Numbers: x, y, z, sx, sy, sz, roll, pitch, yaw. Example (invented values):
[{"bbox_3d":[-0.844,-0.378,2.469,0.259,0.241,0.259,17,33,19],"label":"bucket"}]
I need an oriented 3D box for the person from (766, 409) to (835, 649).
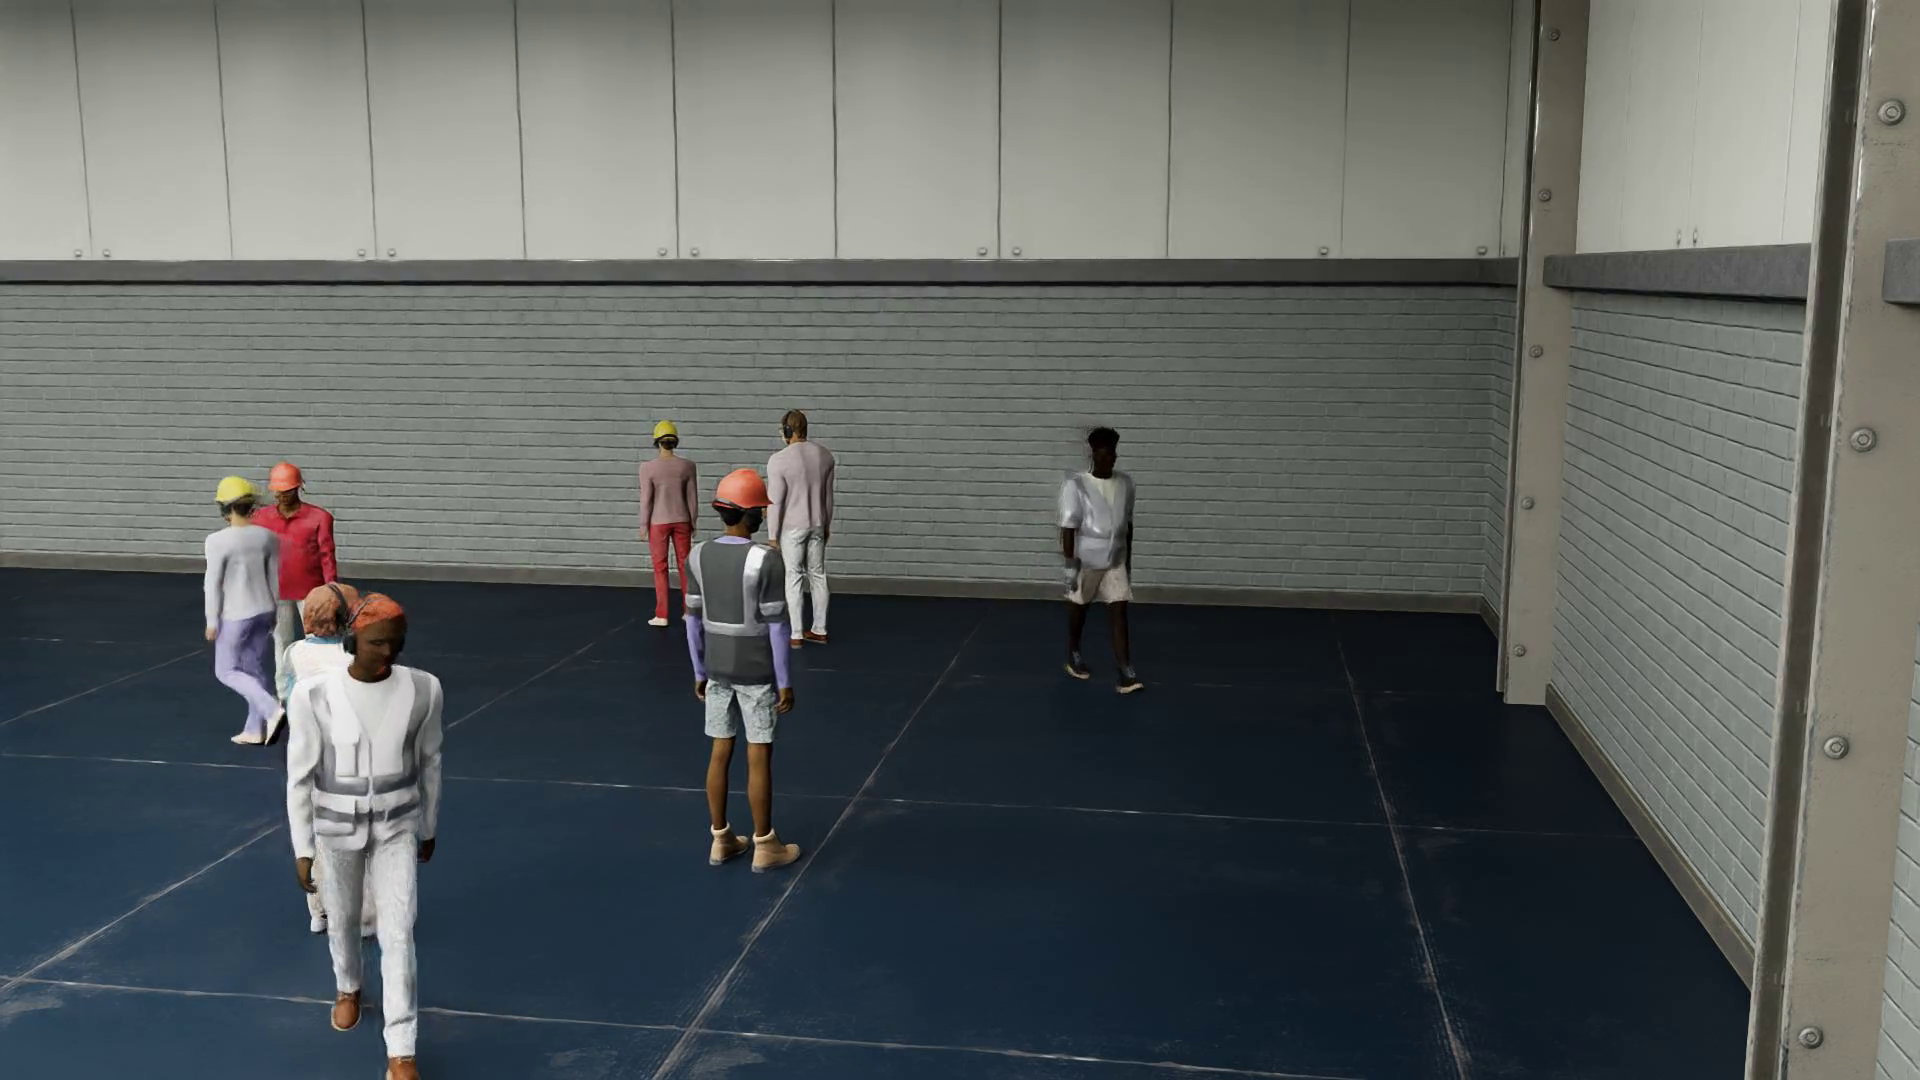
[{"bbox_3d":[-1.286,-0.082,13.366,0.633,1.929,0.377,-8,12,-41],"label":"person"}]

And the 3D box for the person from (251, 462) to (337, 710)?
[{"bbox_3d":[-4.552,0.331,11.373,0.570,1.744,0.351,-1,9,-5],"label":"person"}]

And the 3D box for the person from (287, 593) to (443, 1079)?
[{"bbox_3d":[-2.265,1.103,6.385,0.591,1.831,1.016,-4,10,-25],"label":"person"}]

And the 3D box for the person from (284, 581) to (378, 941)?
[{"bbox_3d":[-2.816,1.004,7.540,0.514,1.641,0.308,3,10,20],"label":"person"}]

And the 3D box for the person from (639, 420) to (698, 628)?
[{"bbox_3d":[-2.493,-0.138,14.193,0.533,1.767,0.321,-6,11,-33],"label":"person"}]

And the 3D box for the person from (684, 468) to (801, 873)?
[{"bbox_3d":[-1.095,0.657,8.431,0.605,2.045,0.387,5,11,30],"label":"person"}]

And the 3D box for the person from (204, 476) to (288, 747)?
[{"bbox_3d":[-4.447,0.471,10.463,0.540,1.749,0.542,4,10,23],"label":"person"}]

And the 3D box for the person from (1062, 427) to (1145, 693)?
[{"bbox_3d":[1.017,0.134,12.076,0.626,1.910,1.025,-3,10,-21],"label":"person"}]
